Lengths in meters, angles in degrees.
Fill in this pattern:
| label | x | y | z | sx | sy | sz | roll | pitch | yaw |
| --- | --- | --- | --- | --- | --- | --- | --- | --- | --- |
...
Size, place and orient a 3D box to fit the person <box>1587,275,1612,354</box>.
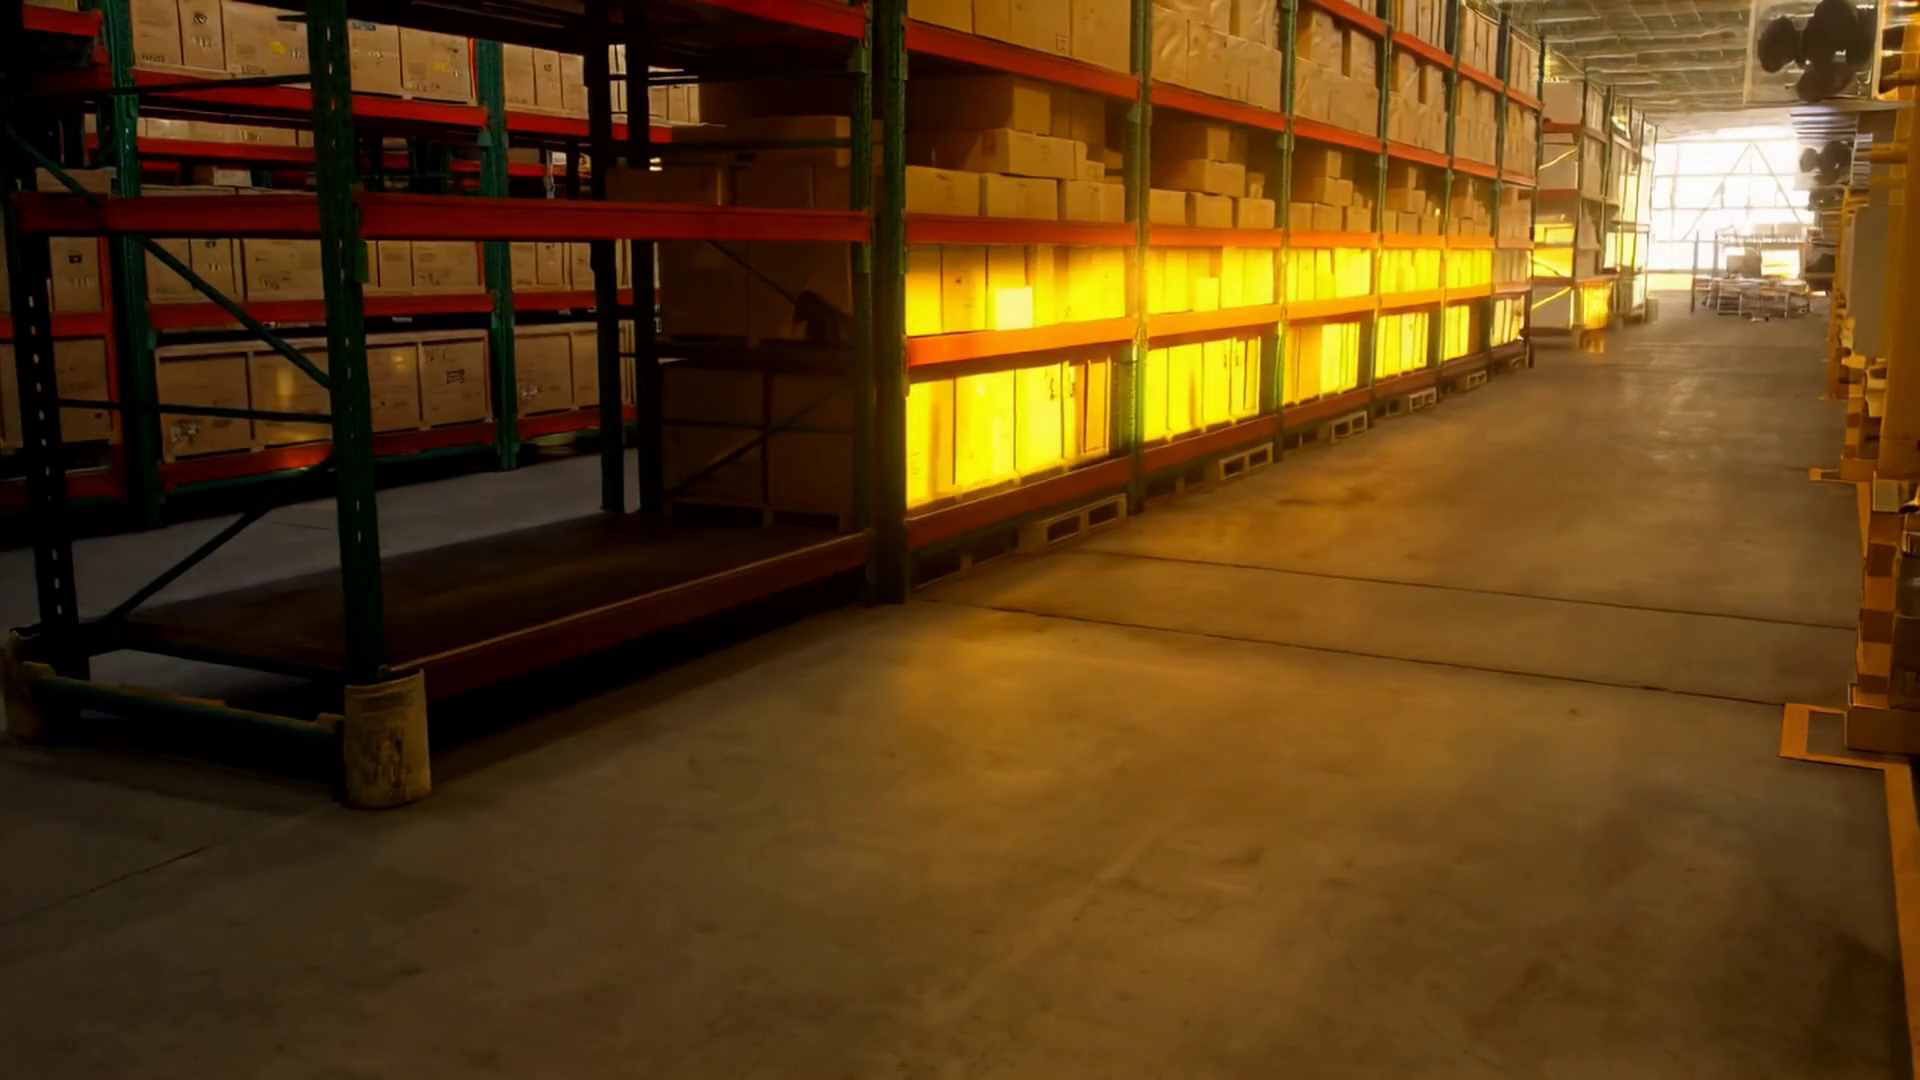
| label | x | y | z | sx | sy | sz | roll | pitch | yaw |
| --- | --- | --- | --- | --- | --- | --- | --- | --- | --- |
| person | 13.779 | -4.851 | 35.855 | 0.541 | 1.696 | 0.316 | -1 | 10 | -4 |
